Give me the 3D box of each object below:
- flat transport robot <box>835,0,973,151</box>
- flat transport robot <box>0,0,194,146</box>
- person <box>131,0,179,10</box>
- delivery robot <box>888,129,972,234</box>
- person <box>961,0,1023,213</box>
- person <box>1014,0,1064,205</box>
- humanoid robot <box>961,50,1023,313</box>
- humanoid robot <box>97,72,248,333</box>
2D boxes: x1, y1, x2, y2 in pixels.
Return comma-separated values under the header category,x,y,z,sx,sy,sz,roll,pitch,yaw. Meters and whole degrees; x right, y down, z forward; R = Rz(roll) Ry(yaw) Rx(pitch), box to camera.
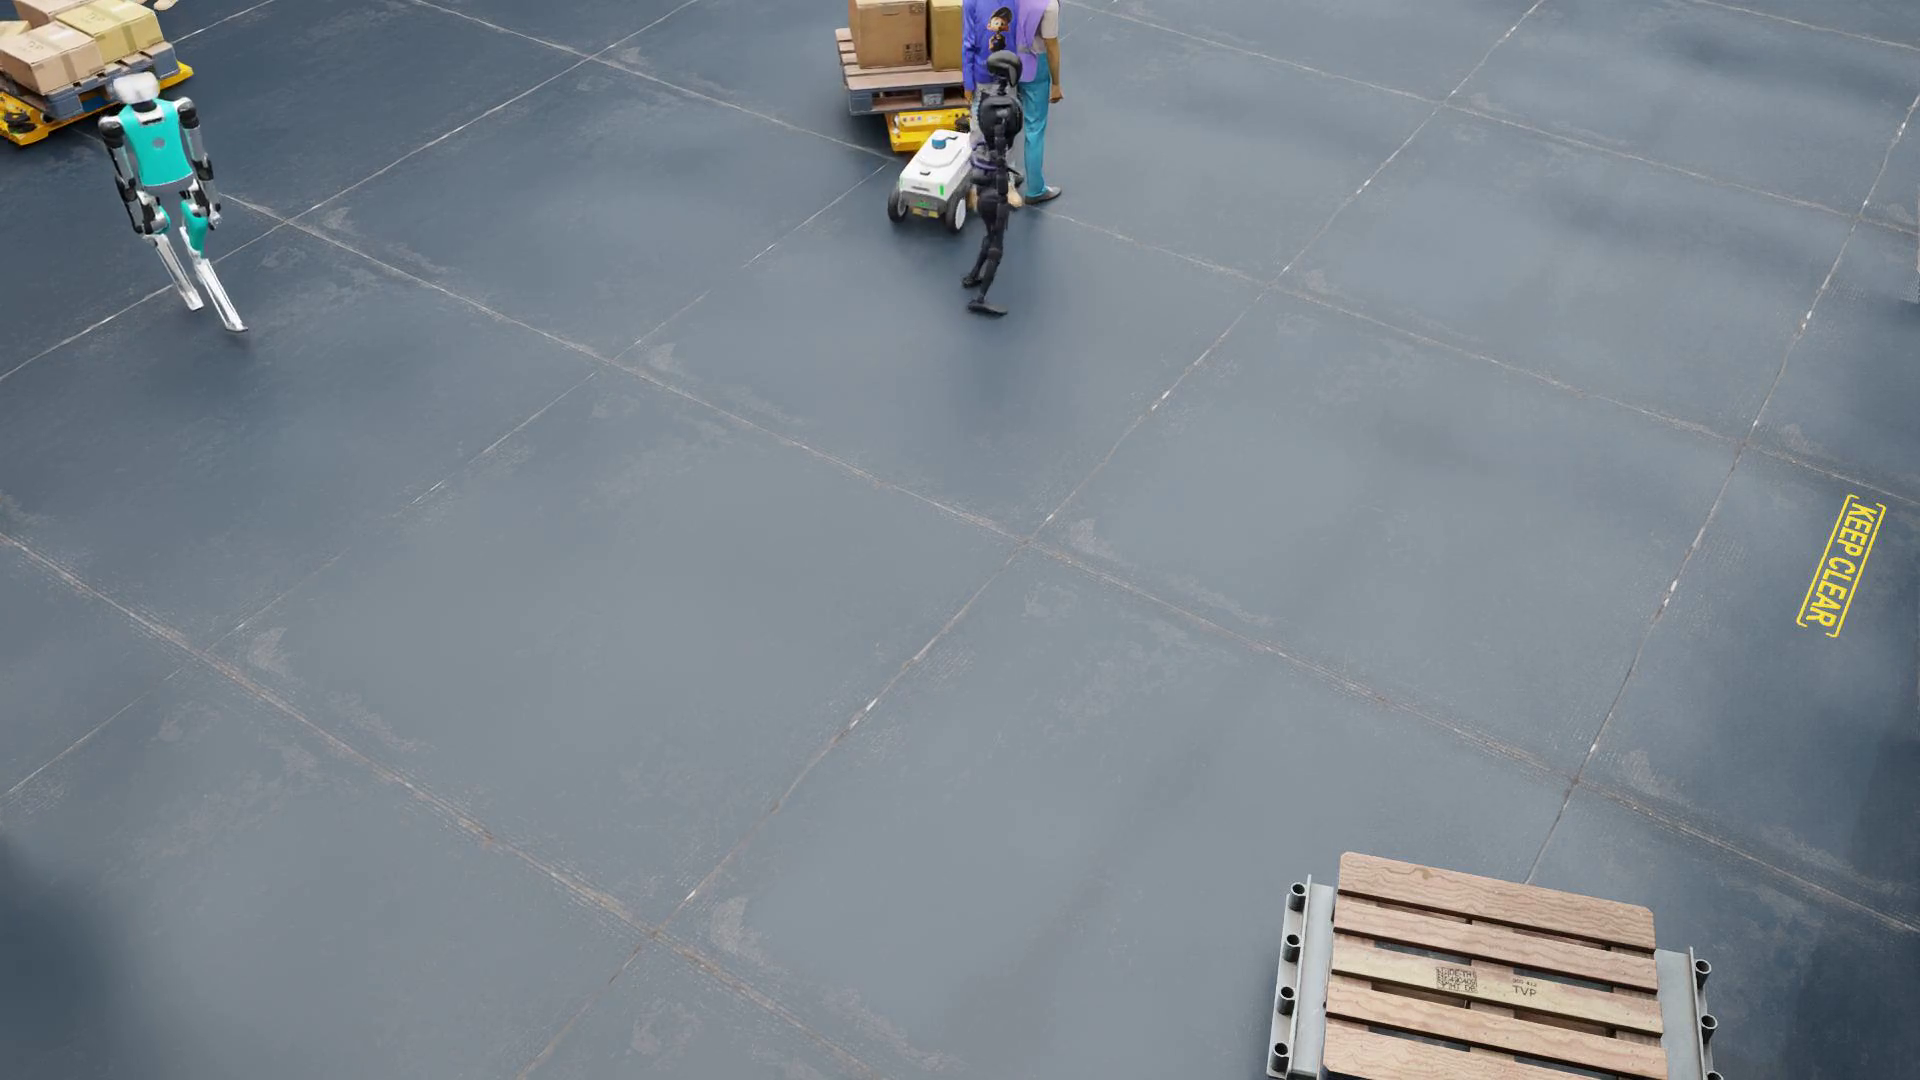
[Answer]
category,x,y,z,sx,sy,sz,roll,pitch,yaw
flat transport robot,-0.274,-3.370,12.550,0.659,0.231,1.431,-6,42,-7
flat transport robot,-6.652,-3.431,12.619,0.659,0.231,1.431,27,48,27
person,-6.778,-5.181,13.467,0.481,1.747,0.318,15,44,16
delivery robot,-0.146,-2.484,11.334,0.499,0.581,0.768,14,44,15
person,0.239,-3.067,11.010,0.463,1.873,0.342,-10,43,-11
person,0.429,-3.115,11.082,0.565,1.846,0.390,30,50,30
humanoid robot,0.200,-2.218,10.208,0.371,1.639,0.614,-1,42,-1
humanoid robot,-4.728,-2.024,9.946,0.546,1.731,1.014,-27,48,-27
